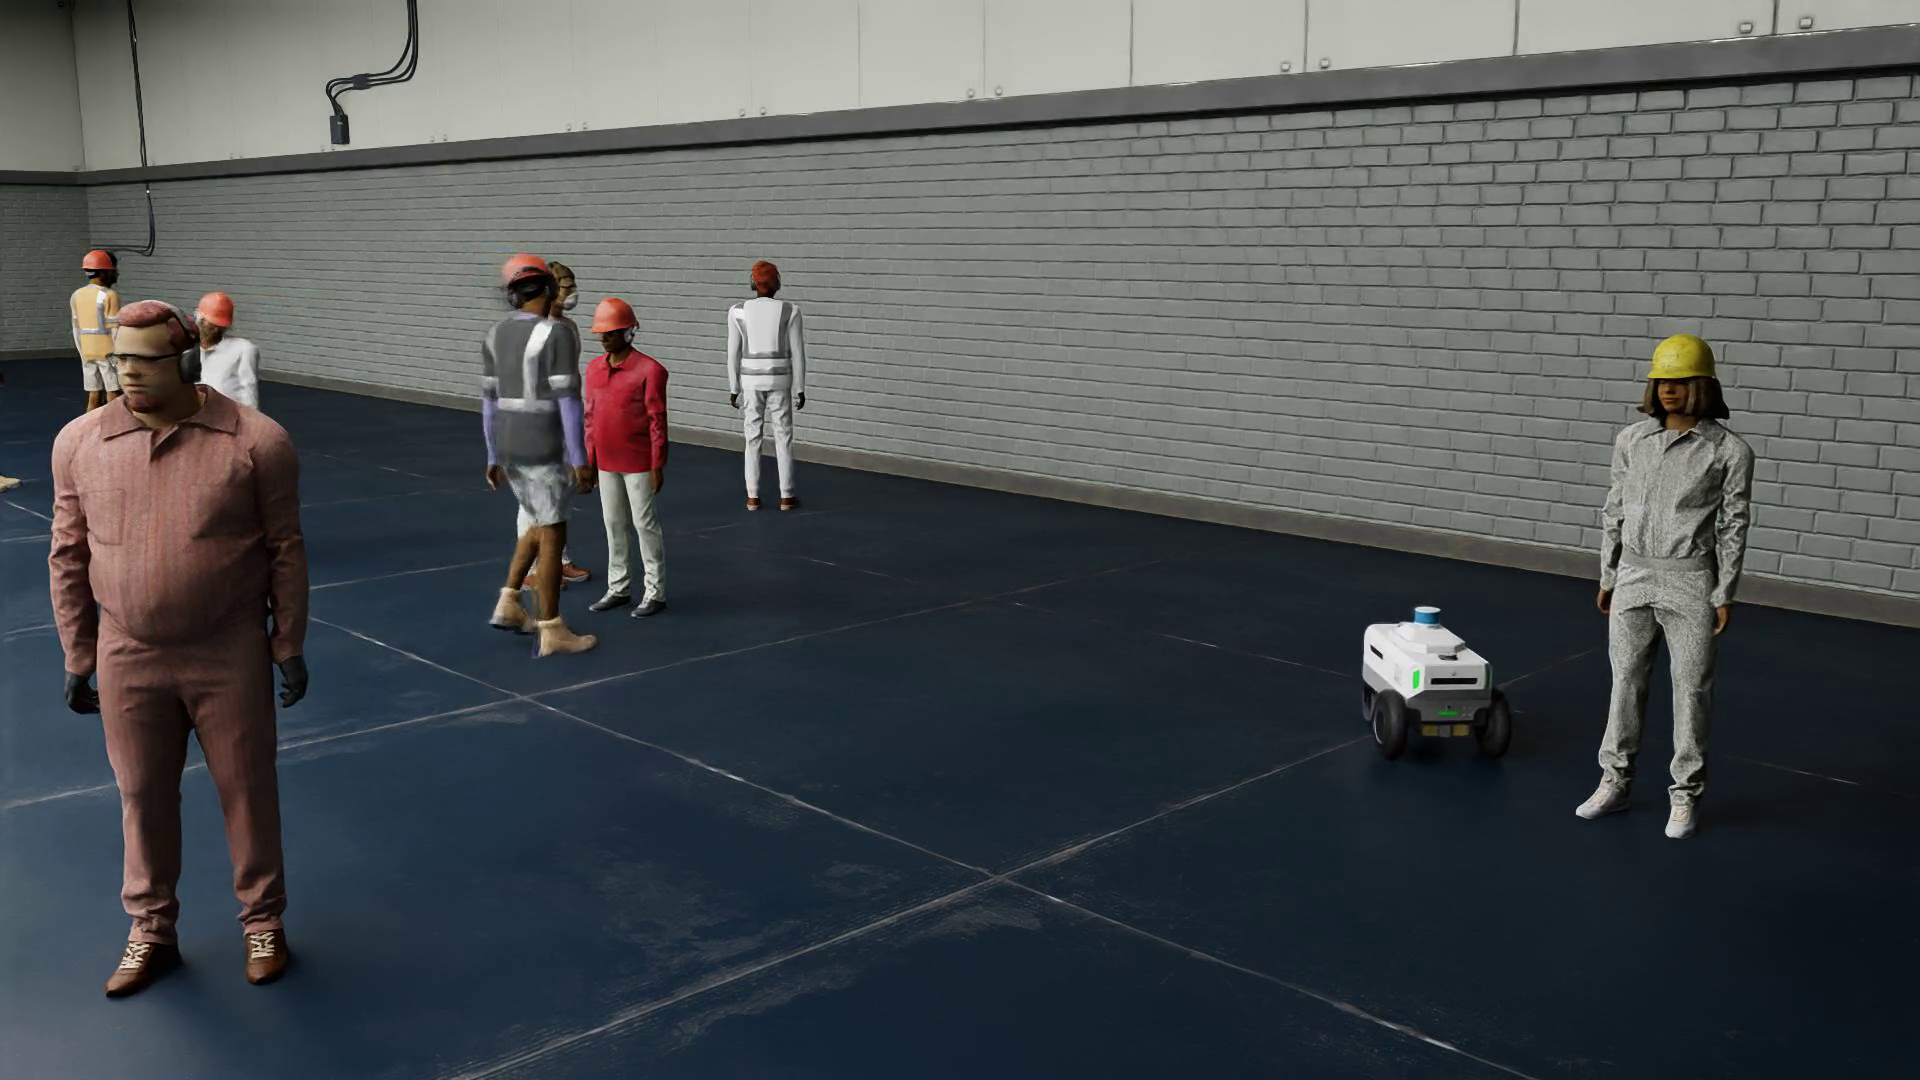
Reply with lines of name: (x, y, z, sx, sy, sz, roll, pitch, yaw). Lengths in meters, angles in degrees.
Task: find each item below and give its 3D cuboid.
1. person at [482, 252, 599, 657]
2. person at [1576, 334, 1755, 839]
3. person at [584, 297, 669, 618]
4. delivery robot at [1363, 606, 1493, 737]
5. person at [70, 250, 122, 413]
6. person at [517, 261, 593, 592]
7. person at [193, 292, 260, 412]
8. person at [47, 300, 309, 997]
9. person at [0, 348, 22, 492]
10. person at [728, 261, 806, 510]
person: (-2.103, -0.428, 8.322, 0.680, 2.001, 0.452, 10, 14, 43)
person: (2.451, 0.161, 5.775, 0.483, 1.745, 0.299, 10, 14, 42)
person: (-1.842, -0.446, 9.088, 0.569, 1.744, 0.351, 6, 12, 31)
delivery robot: (1.908, 0.517, 6.826, 0.477, 0.478, 0.707, -1, 10, -3)
person: (-7.993, -1.726, 15.533, 0.547, 1.938, 0.378, 4, 11, 20)
person: (-2.401, -0.664, 9.788, 0.385, 1.929, 0.629, 3, 11, 13)
person: (-4.729, -0.720, 10.625, 0.638, 1.726, 0.427, 1, 10, 7)
person: (-2.133, 0.303, 4.564, 0.653, 1.904, 0.405, -2, 11, -11)
person: (-7.921, -1.402, 13.483, 0.379, 2.041, 0.616, -1, 10, -8)
person: (-1.458, -1.160, 12.594, 0.584, 1.882, 0.337, 0, 10, 1)
